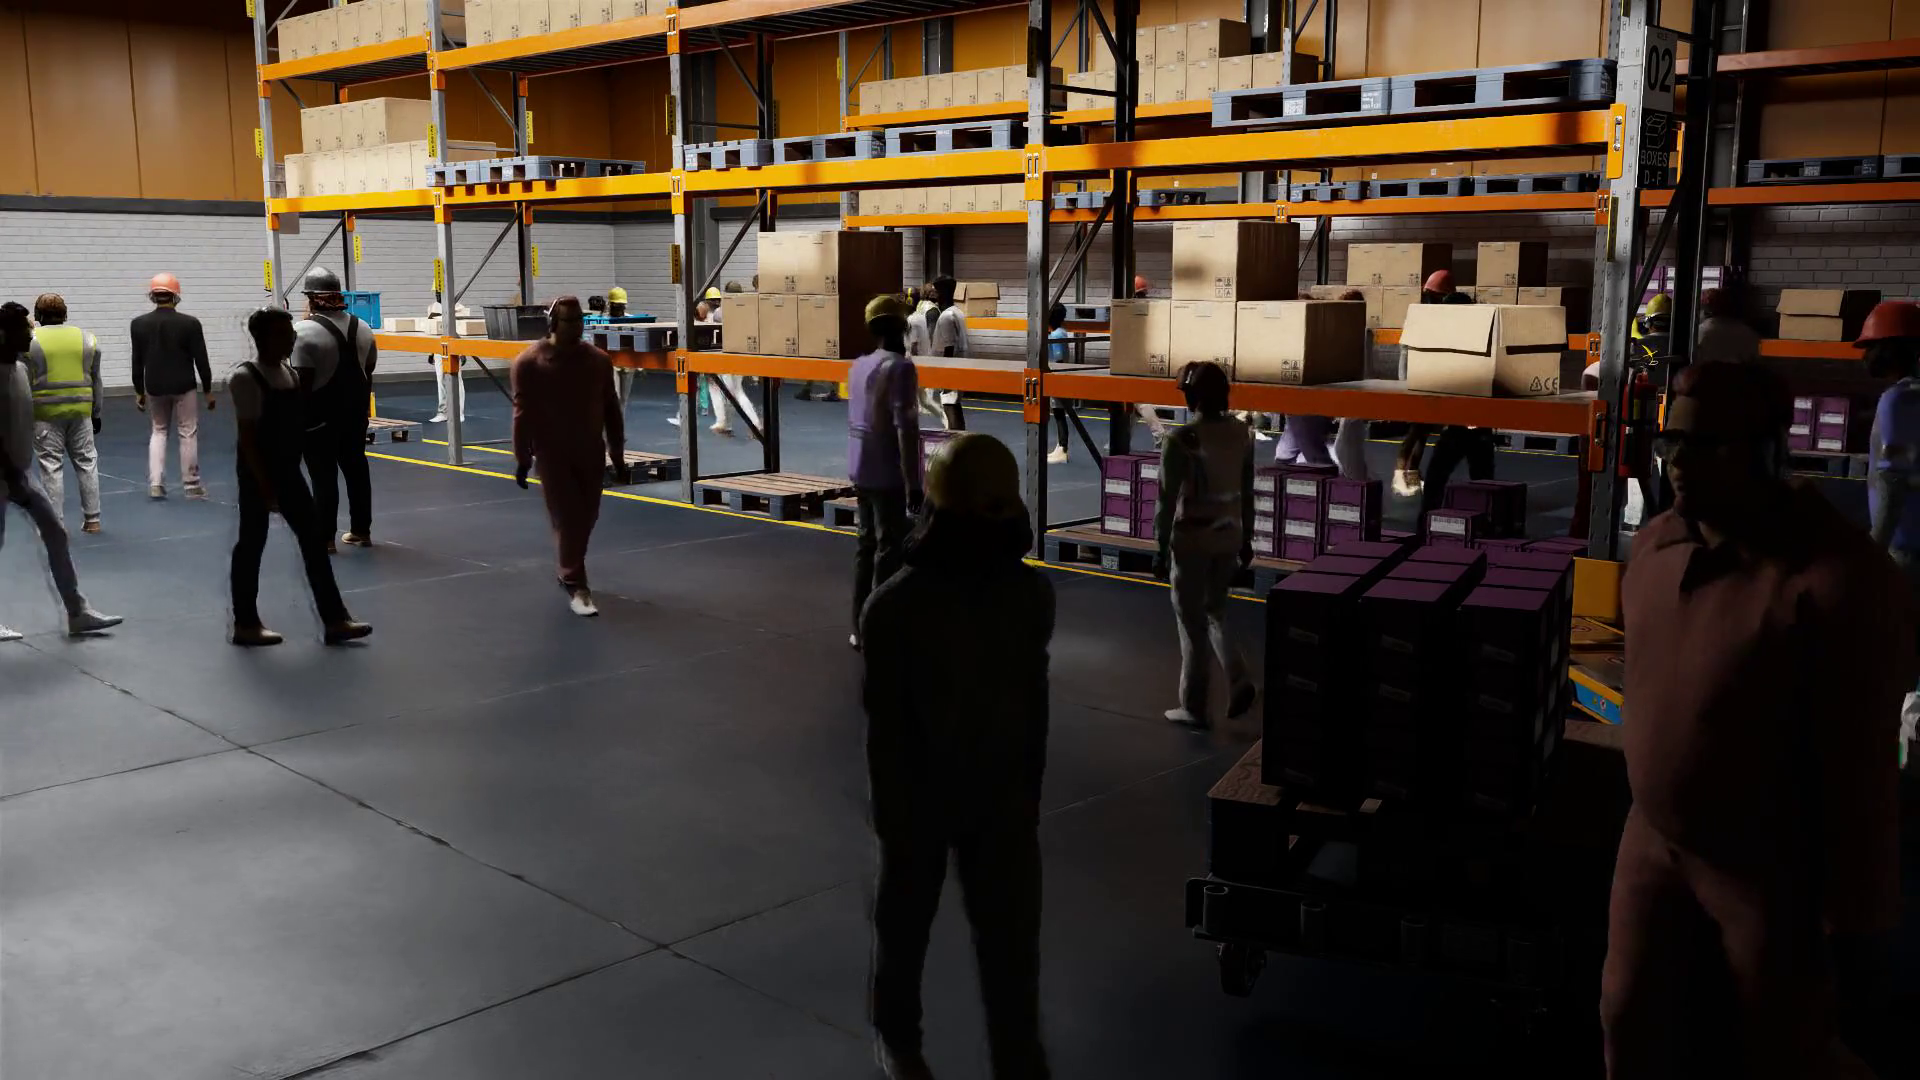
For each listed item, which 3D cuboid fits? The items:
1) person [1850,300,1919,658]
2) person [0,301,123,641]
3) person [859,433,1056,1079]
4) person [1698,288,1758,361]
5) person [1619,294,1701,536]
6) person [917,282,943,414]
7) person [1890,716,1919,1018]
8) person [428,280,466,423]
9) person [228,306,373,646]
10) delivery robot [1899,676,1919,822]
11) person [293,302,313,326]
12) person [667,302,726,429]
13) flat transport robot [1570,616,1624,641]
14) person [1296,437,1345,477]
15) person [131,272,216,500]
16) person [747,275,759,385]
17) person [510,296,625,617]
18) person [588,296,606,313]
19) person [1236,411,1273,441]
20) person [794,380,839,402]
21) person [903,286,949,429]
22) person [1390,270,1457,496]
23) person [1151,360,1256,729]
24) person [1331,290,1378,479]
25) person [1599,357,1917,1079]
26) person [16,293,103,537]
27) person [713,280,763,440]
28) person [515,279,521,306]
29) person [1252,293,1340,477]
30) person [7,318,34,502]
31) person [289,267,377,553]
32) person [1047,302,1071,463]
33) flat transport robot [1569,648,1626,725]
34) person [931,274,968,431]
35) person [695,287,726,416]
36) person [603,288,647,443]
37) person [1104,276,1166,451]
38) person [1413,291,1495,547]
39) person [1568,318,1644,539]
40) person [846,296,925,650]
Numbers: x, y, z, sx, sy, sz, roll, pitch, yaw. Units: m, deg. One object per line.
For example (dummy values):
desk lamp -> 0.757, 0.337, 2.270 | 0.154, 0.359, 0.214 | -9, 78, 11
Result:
person -> 4.006, -0.030, 6.869 | 0.733, 1.903, 0.564 | 7, 12, 38
person -> -5.028, -0.351, 8.986 | 0.891, 1.841, 0.504 | 1, 9, 3
person -> 0.009, 0.589, 3.698 | 0.488, 1.667, 0.974 | -3, 10, -20
person -> 5.876, -1.003, 12.868 | 0.724, 1.879, 0.527 | -1, 9, -8
person -> 5.253, -0.935, 12.583 | 0.600, 1.832, 0.404 | 0, 9, 2
person -> -0.416, -2.686, 23.338 | 0.431, 1.836, 0.618 | -3, 10, -18
person -> 2.626, 0.439, 4.031 | 0.375, 1.916, 0.732 | 0, 9, 0
person -> -6.737, -2.491, 21.831 | 0.585, 1.928, 0.378 | 3, 10, 20
person -> -3.563, -0.315, 8.812 | 0.873, 1.813, 0.505 | 3, 10, 19
delivery robot -> 3.488, 0.730, 5.992 | 0.477, 0.478, 0.707 | 4, 10, 21
person -> -8.168, -2.212, 21.029 | 0.553, 1.625, 0.335 | -2, 10, -14
person -> -3.310, -2.194, 20.994 | 0.837, 1.606, 0.537 | 4, 10, 24
flat transport robot -> 2.708, 0.545, 8.281 | 1.431, 0.197, 0.652 | -1, 9, -8
person -> 3.237, -1.303, 15.102 | 0.549, 1.739, 0.605 | -8, 13, -42
person -> -6.866, -1.331, 14.523 | 0.637, 1.991, 0.413 | 0, 9, -2
person -> -3.474, -3.656, 28.949 | 0.629, 1.937, 0.373 | -4, 10, -21
person -> -2.330, -0.526, 9.980 | 0.667, 1.886, 0.808 | -7, 12, -38
person -> -4.659, -2.295, 21.373 | 0.522, 1.680, 0.536 | 5, 10, 27
person -> 3.524, -1.998, 19.752 | 0.508, 1.615, 0.553 | -9, 13, -42
person -> -2.178, -3.059, 25.371 | 0.863, 1.901, 0.560 | 7, 12, 37
person -> -0.447, -1.935, 18.708 | 0.892, 1.843, 0.517 | 3, 10, 17
person -> 4.191, -1.395, 14.861 | 0.503, 2.014, 0.635 | 9, 13, 44
person -> 1.066, 0.031, 7.262 | 0.536, 1.623, 0.388 | -7, 11, -35
person -> 3.220, -1.098, 13.547 | 0.409, 1.854, 0.664 | 1, 9, 4
person -> 1.578, 0.577, 3.204 | 0.788, 1.871, 0.659 | -3, 10, -20
person -> -6.809, -0.938, 12.577 | 0.429, 1.844, 0.626 | 8, 12, 40
person -> -2.640, -2.138, 19.769 | 0.975, 1.903, 0.645 | 8, 12, 42
person -> -7.940, -3.854, 30.361 | 0.378, 1.891, 0.726 | -2, 9, -10
person -> 2.679, -0.999, 12.976 | 1.041, 1.840, 0.642 | 6, 11, 31
person -> -8.125, -1.142, 14.481 | 0.510, 1.629, 0.269 | -2, 10, -15
person -> -4.543, -0.931, 11.919 | 0.537, 2.000, 0.683 | 5, 11, 28
person -> 1.008, -1.647, 17.356 | 0.317, 1.696, 0.540 | 1, 9, 3
flat transport robot -> 3.099, 0.708, 7.284 | 0.652, 0.197, 1.431 | -1, 9, -4
person -> -0.108, -1.728, 17.042 | 0.367, 1.963, 0.609 | 2, 9, 12
person -> -3.399, -2.600, 22.984 | 0.526, 1.772, 0.303 | -5, 10, -26
person -> -3.890, -1.987, 19.132 | 0.595, 1.791, 0.865 | -5, 11, -30
person -> 1.967, -1.889, 18.098 | 0.629, 1.958, 1.018 | -9, 13, -44
person -> 3.380, -0.755, 11.366 | 0.599, 1.859, 0.944 | -7, 12, -37
person -> 4.064, -0.545, 10.417 | 0.527, 1.761, 0.346 | -6, 11, -33
person -> -0.385, -0.321, 8.685 | 0.400, 1.883, 0.668 | -6, 11, -31
